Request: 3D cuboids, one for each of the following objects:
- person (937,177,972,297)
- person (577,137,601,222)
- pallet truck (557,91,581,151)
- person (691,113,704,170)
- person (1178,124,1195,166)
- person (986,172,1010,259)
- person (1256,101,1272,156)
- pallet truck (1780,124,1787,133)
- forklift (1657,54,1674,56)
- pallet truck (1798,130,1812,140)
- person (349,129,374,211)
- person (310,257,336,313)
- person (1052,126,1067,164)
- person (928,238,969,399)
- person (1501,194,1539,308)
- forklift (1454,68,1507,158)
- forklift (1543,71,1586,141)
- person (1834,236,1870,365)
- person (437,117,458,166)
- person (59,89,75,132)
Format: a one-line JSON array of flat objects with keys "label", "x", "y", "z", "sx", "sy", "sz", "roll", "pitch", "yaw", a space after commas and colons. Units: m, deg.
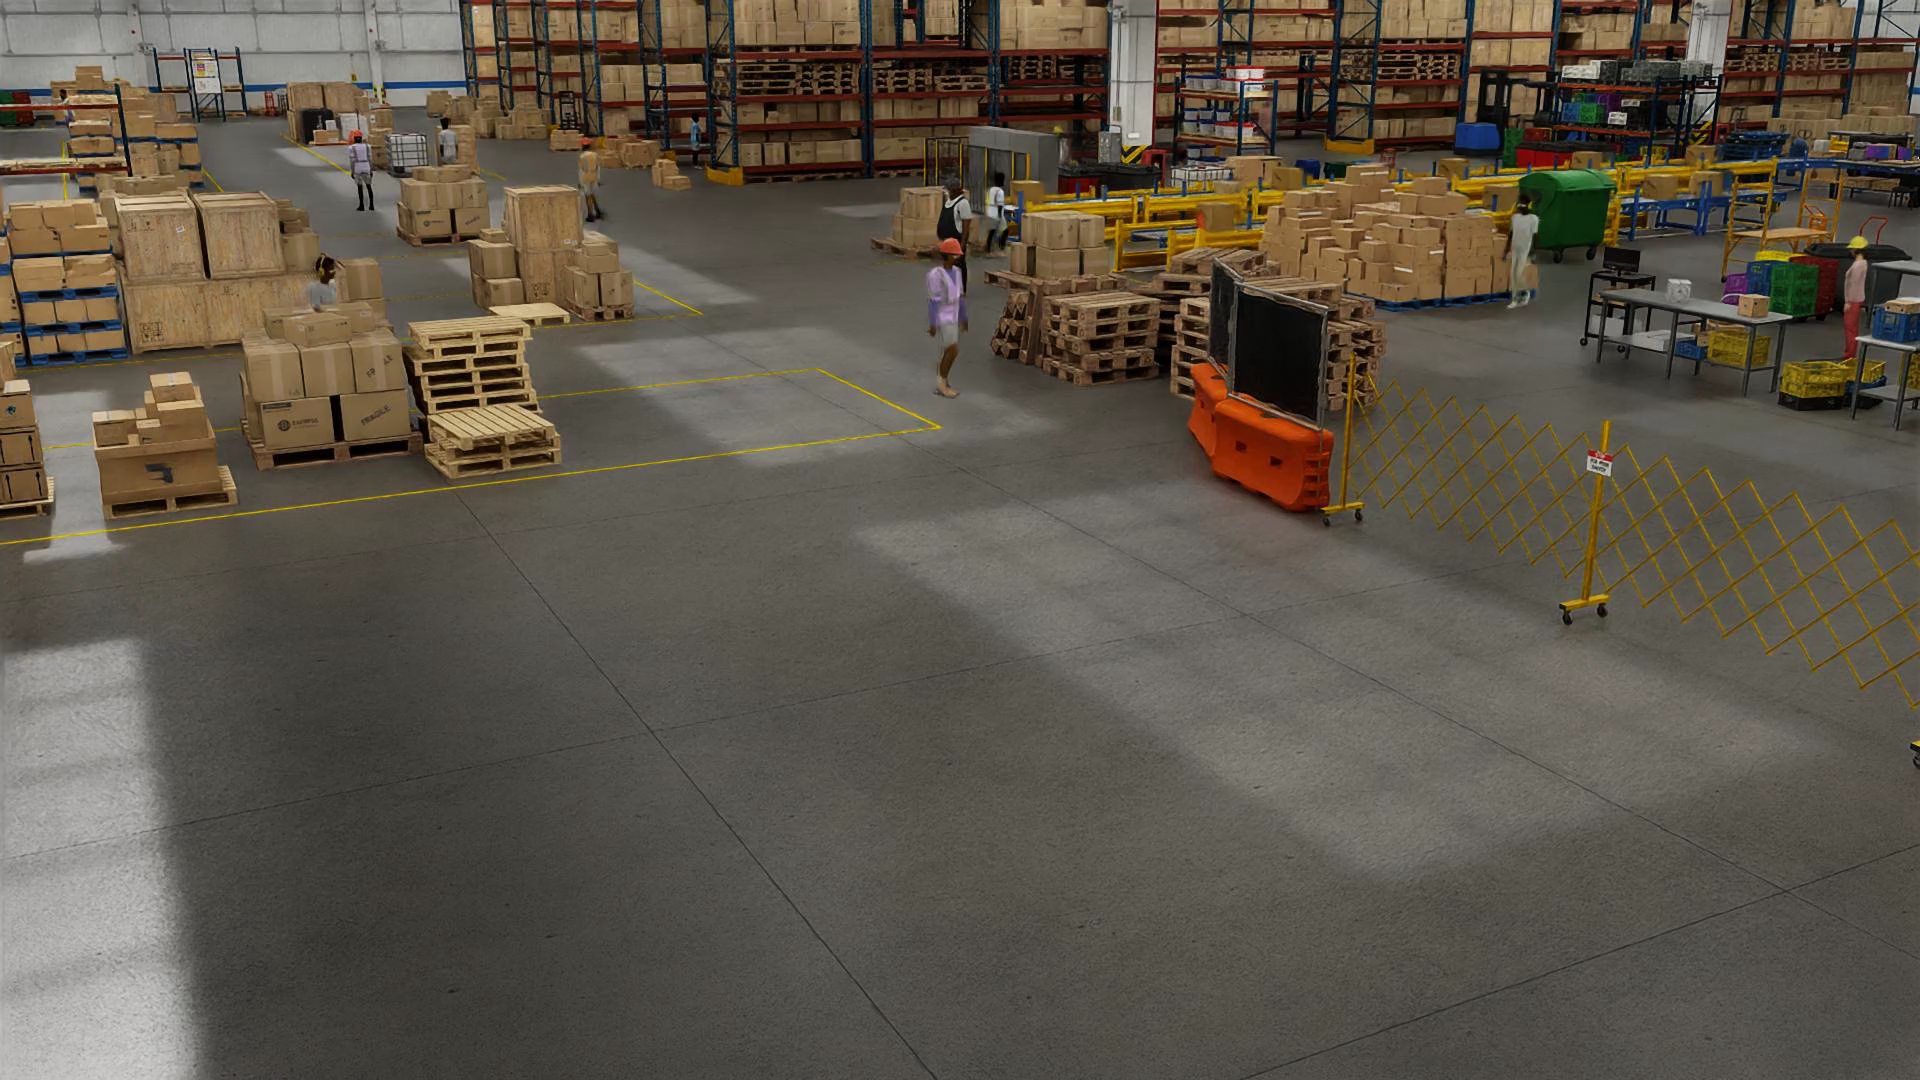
[{"label": "person", "x": -0.131, "y": -5.127, "z": 28.171, "sx": 0.536, "sy": 2.000, "sz": 0.688, "roll": -10, "pitch": 20, "yaw": -28}, {"label": "person", "x": -8.512, "y": -8.250, "z": 38.092, "sx": 0.412, "sy": 1.923, "sz": 0.569, "roll": 16, "pitch": 23, "yaw": 40}, {"label": "pallet truck", "x": -13.495, "y": -14.412, "z": 57.188, "sx": 0.823, "sy": 1.965, "sz": 1.885, "roll": -3, "pitch": 18, "yaw": -9}, {"label": "person", "x": -7.993, "y": -12.080, "z": 50.402, "sx": 0.318, "sy": 1.697, "sz": 0.535, "roll": -6, "pitch": 19, "yaw": -18}, {"label": "person", "x": 6.983, "y": -12.209, "z": 50.831, "sx": 0.672, "sy": 1.677, "sz": 0.542, "roll": -12, "pitch": 21, "yaw": -32}, {"label": "person", "x": 0.778, "y": -6.337, "z": 32.534, "sx": 0.611, "sy": 1.676, "sz": 0.551, "roll": -8, "pitch": 20, "yaw": -25}, {"label": "person", "x": 9.877, "y": -13.384, "z": 54.157, "sx": 0.669, "sy": 1.886, "sz": 0.517, "roll": -12, "pitch": 21, "yaw": -33}, {"label": "pallet truck", "x": 25.206, "y": -12.542, "z": 52.601, "sx": 1.601, "sy": 1.201, "sz": 0.680, "roll": 0, "pitch": 18, "yaw": -2}, {"label": "forklift", "x": 34.129, "y": -22.449, "z": 80.822, "sx": 1.129, "sy": 2.768, "sz": 1.873, "roll": -9, "pitch": 20, "yaw": -26}, {"label": "pallet truck", "x": 25.526, "y": -11.556, "z": 49.408, "sx": 1.630, "sy": 1.274, "sz": 0.653, "roll": -9, "pitch": 20, "yaw": -26}, {"label": "person", "x": -14.489, "y": -8.950, "z": 40.256, "sx": 0.546, "sy": 1.938, "sz": 0.361, "roll": -14, "pitch": 23, "yaw": -38}, {"label": "person", "x": -7.768, "y": -2.553, "z": 20.455, "sx": 0.431, "sy": 1.851, "sz": 0.550, "roll": 2, "pitch": 18, "yaw": 6}, {"label": "person", "x": 2.535, "y": -9.896, "z": 43.470, "sx": 0.963, "sy": 1.769, "sz": 0.589, "roll": -8, "pitch": 20, "yaw": -24}, {"label": "person", "x": -0.112, "y": -2.767, "z": 20.851, "sx": 0.545, "sy": 2.022, "sz": 0.620, "roll": 10, "pitch": 21, "yaw": 29}, {"label": "person", "x": 9.122, "y": -4.704, "z": 27.155, "sx": 0.390, "sy": 1.856, "sz": 0.514, "roll": -12, "pitch": 21, "yaw": -32}, {"label": "forklift", "x": 17.336, "y": -14.011, "z": 54.515, "sx": 1.873, "sy": 2.768, "sz": 1.129, "roll": -9, "pitch": 20, "yaw": -26}, {"label": "forklift", "x": 18.685, "y": -13.231, "z": 52.085, "sx": 1.873, "sy": 2.768, "sz": 1.129, "roll": -9, "pitch": 20, "yaw": -26}, {"label": "person", "x": 12.257, "y": -3.288, "z": 22.880, "sx": 0.327, "sy": 1.767, "sz": 0.533, "roll": 13, "pitch": 22, "yaw": 34}, {"label": "person", "x": -13.770, "y": -10.421, "z": 44.873, "sx": 0.997, "sy": 1.926, "sz": 0.623, "roll": 14, "pitch": 22, "yaw": 36}, {"label": "person", "x": -32.275, "y": -15.338, "z": 60.224, "sx": 0.388, "sy": 1.910, "sz": 0.590, "roll": -16, "pitch": 24, "yaw": -41}]
